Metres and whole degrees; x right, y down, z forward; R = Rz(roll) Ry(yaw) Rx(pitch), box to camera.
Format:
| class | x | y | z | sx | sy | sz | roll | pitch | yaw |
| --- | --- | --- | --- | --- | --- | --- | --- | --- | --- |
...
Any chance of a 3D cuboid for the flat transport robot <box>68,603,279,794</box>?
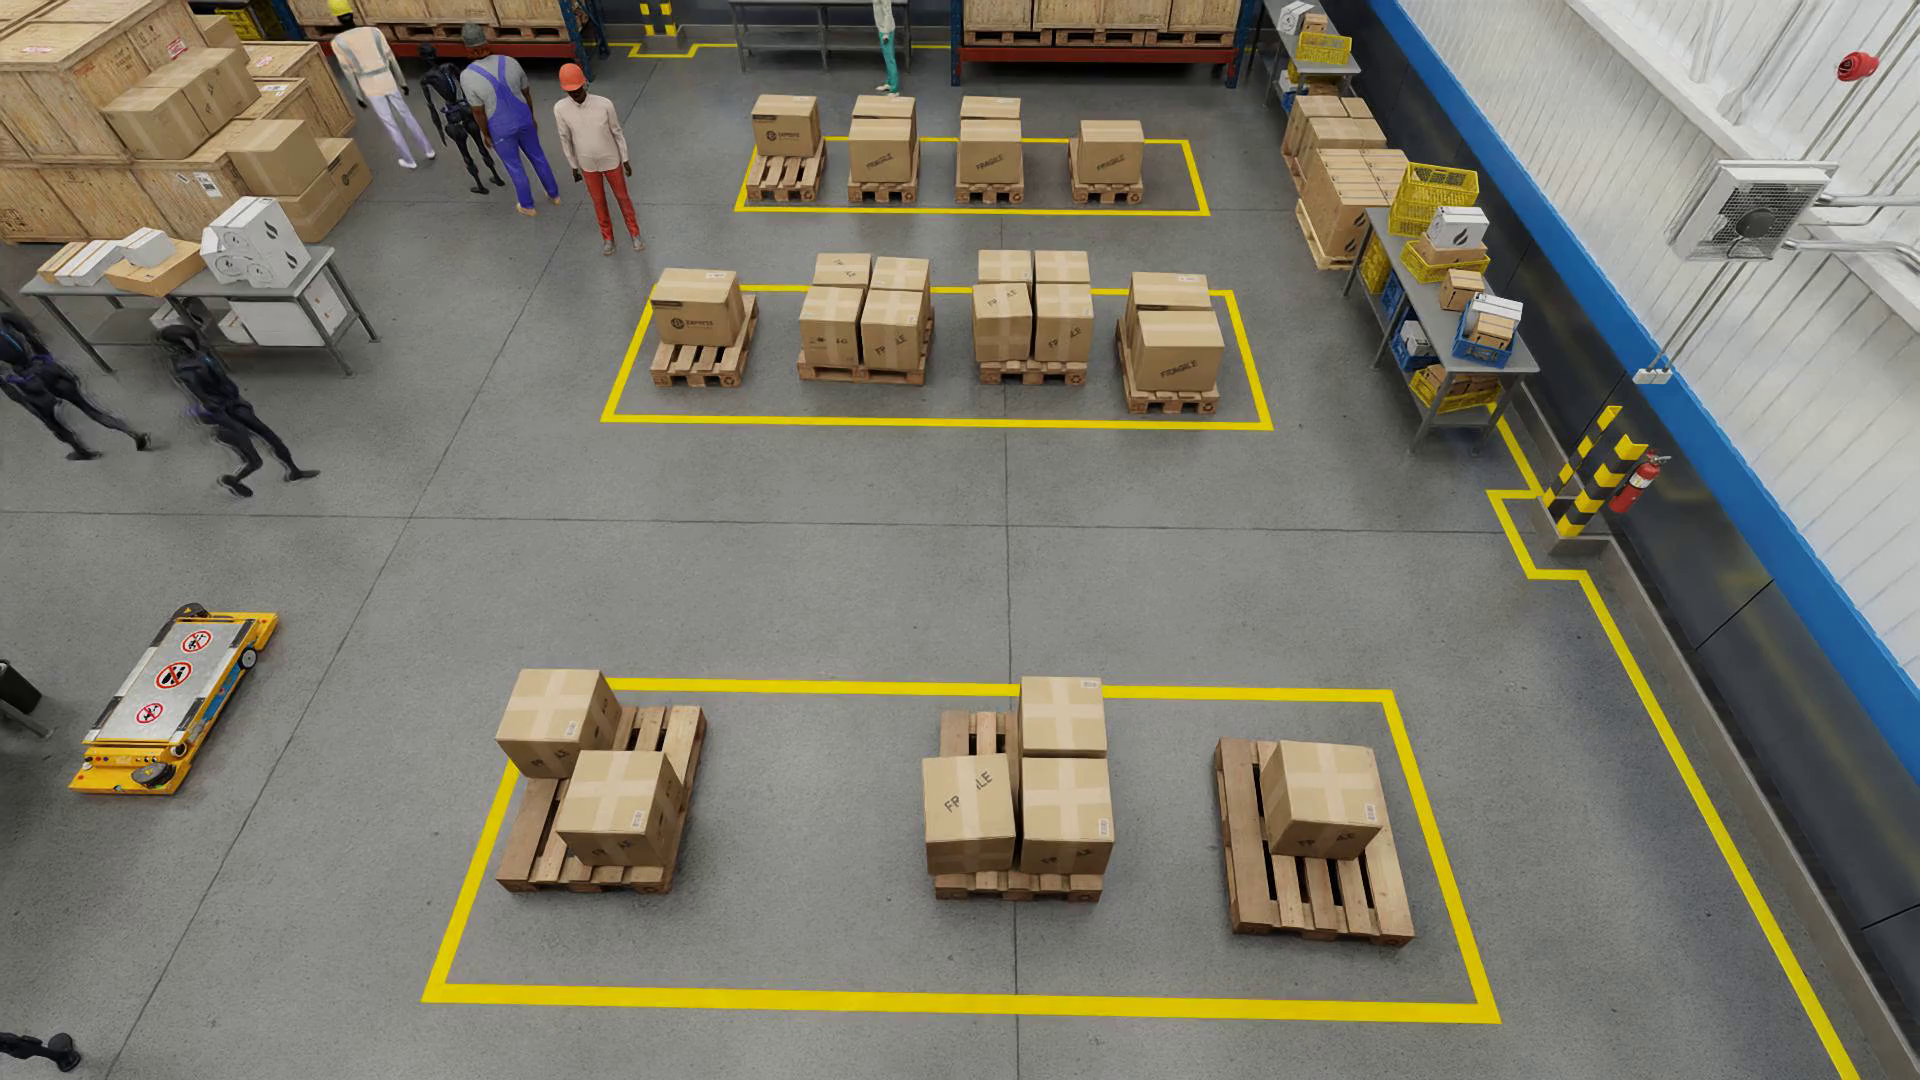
| class | x | y | z | sx | sy | sz | roll | pitch | yaw |
| --- | --- | --- | --- | --- | --- | --- | --- | --- | --- |
| flat transport robot | -5.504 | 1.072 | 6.442 | 0.652 | 0.197 | 1.431 | 1 | 50 | 1 |

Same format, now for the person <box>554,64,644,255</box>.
| class | x | y | z | sx | sy | sz | roll | pitch | yaw |
| --- | --- | --- | --- | --- | --- | --- | --- | --- | --- |
| person | -3.767 | -3.941 | 9.572 | 0.620 | 1.992 | 0.393 | -10 | 51 | -9 |

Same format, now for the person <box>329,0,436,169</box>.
| class | x | y | z | sx | sy | sz | roll | pitch | yaw |
| --- | --- | --- | --- | --- | --- | --- | --- | --- | --- |
| person | -6.864 | -5.358 | 10.825 | 0.387 | 1.916 | 0.600 | 32 | 57 | 24 |

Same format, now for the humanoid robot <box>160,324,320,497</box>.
| class | x | y | z | sx | sy | sz | roll | pitch | yaw |
| --- | --- | --- | --- | --- | --- | --- | --- | --- | --- |
| humanoid robot | -5.881 | -0.991 | 7.294 | 0.575 | 1.640 | 0.568 | -9 | 50 | -8 |

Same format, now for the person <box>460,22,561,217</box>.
| class | x | y | z | sx | sy | sz | roll | pitch | yaw |
| --- | --- | --- | --- | --- | --- | --- | --- | --- | --- |
| person | -5.014 | -4.613 | 10.111 | 0.537 | 2.000 | 0.678 | 36 | 59 | 27 |

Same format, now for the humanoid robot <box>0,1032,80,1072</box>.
| class | x | y | z | sx | sy | sz | roll | pitch | yaw |
| --- | --- | --- | --- | --- | --- | --- | --- | --- | --- |
| humanoid robot | -5.060 | 2.414 | 4.391 | 0.330 | 1.660 | 0.584 | 18 | 52 | 15 |

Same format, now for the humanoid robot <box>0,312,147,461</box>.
| class | x | y | z | sx | sy | sz | roll | pitch | yaw |
| --- | --- | --- | --- | --- | --- | --- | --- | --- | --- |
| humanoid robot | -7.556 | -1.315 | 7.575 | 0.668 | 1.636 | 0.577 | 6 | 50 | 5 |

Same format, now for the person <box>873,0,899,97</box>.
| class | x | y | z | sx | sy | sz | roll | pitch | yaw |
| --- | --- | --- | --- | --- | --- | --- | --- | --- | --- |
| person | -1.015 | -6.758 | 12.104 | 0.325 | 1.765 | 0.526 | -8 | 50 | -6 |

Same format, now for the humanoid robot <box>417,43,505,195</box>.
| class | x | y | z | sx | sy | sz | roll | pitch | yaw |
| --- | --- | --- | --- | --- | --- | --- | --- | --- | --- |
| humanoid robot | -5.771 | -4.839 | 10.537 | 0.340 | 1.655 | 0.581 | 23 | 53 | 18 |
